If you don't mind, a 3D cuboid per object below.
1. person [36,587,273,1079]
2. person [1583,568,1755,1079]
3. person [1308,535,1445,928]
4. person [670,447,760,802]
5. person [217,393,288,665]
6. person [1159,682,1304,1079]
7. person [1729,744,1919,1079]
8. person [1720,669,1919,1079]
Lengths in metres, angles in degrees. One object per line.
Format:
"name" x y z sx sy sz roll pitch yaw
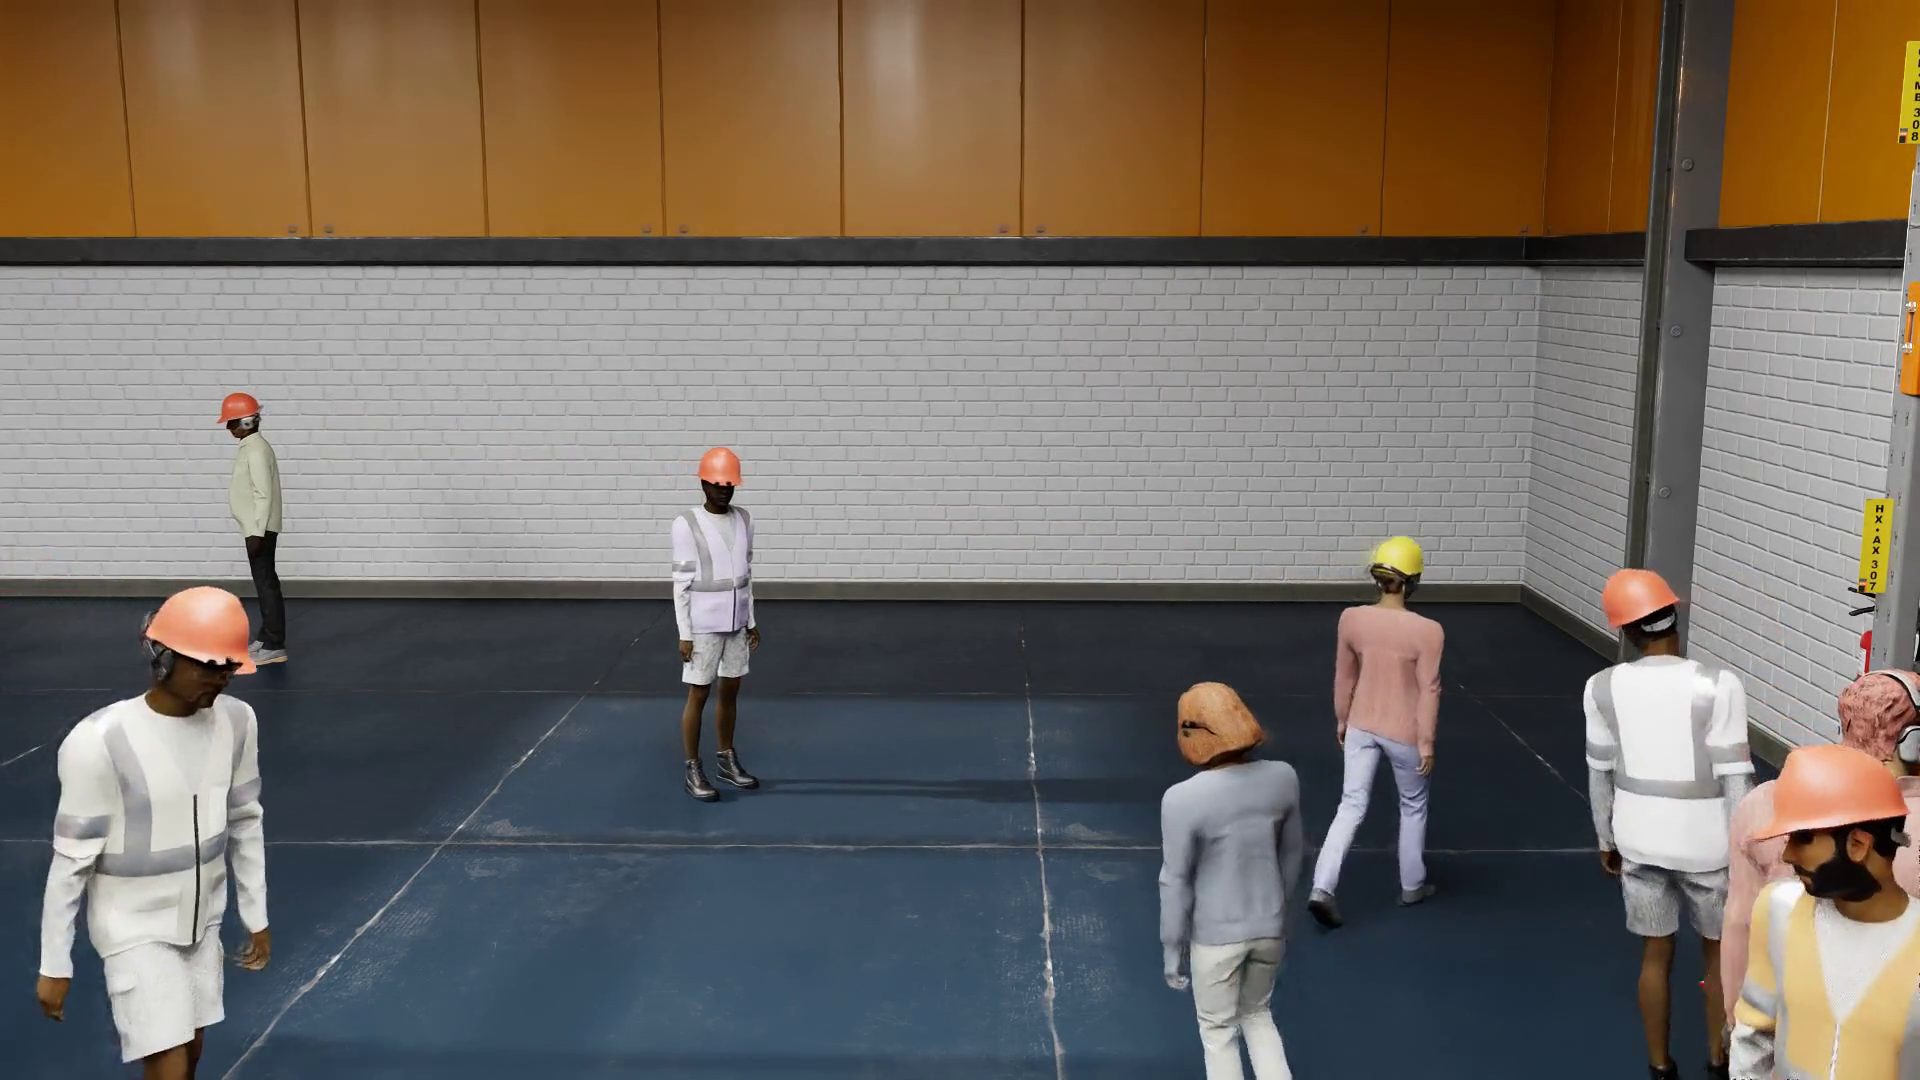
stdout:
"person" -2.276 1.130 4.809 0.490 2.002 0.693 4 10 25
"person" 2.436 1.046 5.710 0.640 1.870 0.427 8 12 39
"person" 1.848 0.844 7.351 0.530 1.736 0.844 9 13 42
"person" -1.309 0.449 9.096 0.374 1.934 0.549 8 13 42
"person" -5.151 -0.084 12.139 0.393 1.986 0.610 -4 10 -25
"person" 0.856 1.247 5.259 0.525 1.609 0.390 -4 10 -22
"person" 2.010 1.382 3.626 0.561 1.911 0.687 -7 12 -35
"person" 2.311 1.268 4.291 0.648 1.904 0.401 7 12 37
